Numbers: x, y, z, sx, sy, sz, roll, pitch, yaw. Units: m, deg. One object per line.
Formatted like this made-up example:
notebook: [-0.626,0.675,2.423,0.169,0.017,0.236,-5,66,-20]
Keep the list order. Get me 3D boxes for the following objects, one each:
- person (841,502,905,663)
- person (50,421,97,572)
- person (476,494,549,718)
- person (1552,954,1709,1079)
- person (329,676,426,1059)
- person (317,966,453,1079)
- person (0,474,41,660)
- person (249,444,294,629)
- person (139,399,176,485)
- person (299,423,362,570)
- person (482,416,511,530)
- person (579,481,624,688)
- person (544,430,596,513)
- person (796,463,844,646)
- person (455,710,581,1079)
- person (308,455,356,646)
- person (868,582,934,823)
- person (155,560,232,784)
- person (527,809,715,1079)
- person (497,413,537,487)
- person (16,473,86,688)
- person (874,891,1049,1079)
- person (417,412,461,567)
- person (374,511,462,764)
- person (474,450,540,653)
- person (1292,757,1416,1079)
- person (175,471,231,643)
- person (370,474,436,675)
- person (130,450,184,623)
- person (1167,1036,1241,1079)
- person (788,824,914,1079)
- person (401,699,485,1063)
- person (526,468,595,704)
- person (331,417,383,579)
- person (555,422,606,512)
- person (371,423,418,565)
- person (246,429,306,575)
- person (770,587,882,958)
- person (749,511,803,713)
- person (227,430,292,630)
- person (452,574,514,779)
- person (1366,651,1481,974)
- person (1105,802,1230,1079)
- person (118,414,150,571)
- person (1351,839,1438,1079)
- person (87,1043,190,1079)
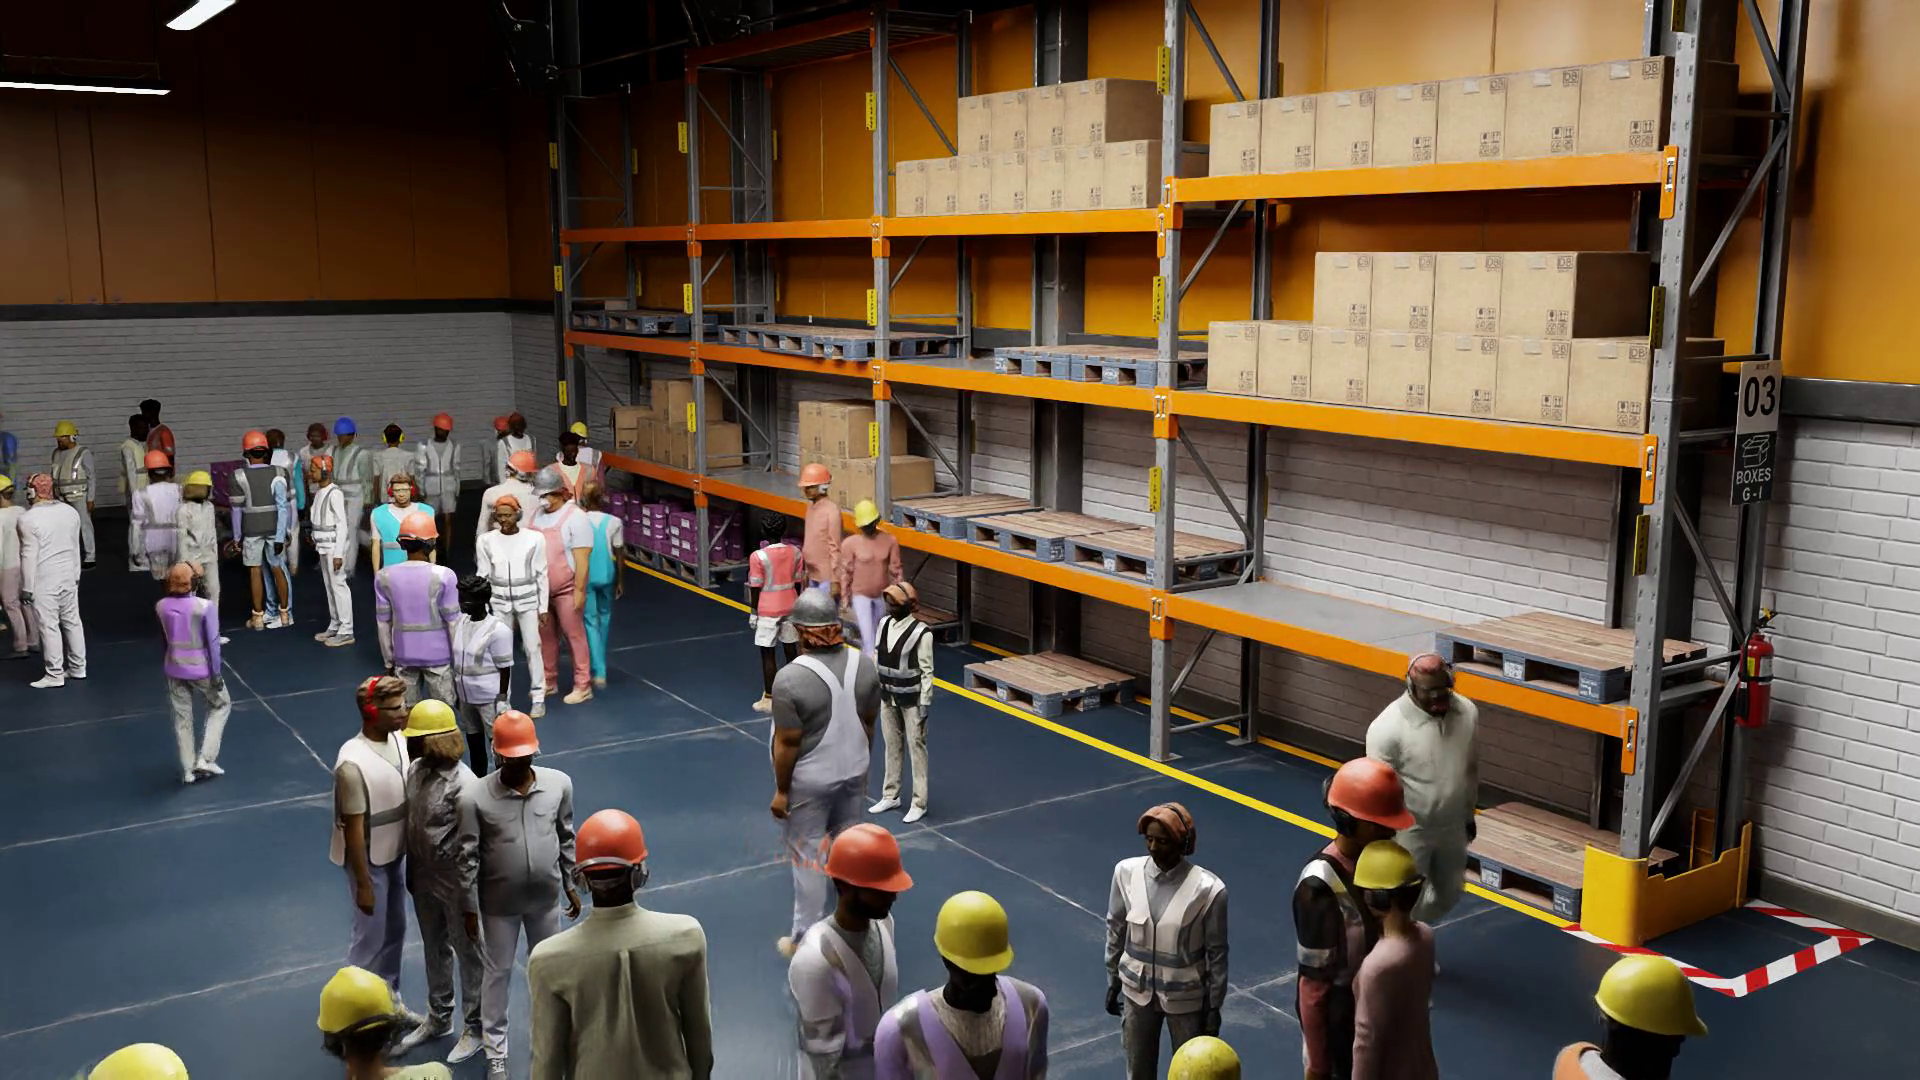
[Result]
person: [-0.734,0.508,14.411,0.554,1.689,0.904,-4,11,-23]
person: [-10.745,-0.528,20.129,0.603,1.830,0.404,3,10,15]
person: [-3.665,0.549,13.691,0.575,1.875,0.362,-1,10,-4]
person: [1.817,2.070,4.643,0.476,1.916,0.592,0,10,-1]
person: [-2.800,1.543,7.973,0.386,1.834,0.569,1,10,4]
person: [-1.797,2.097,5.040,0.543,1.719,0.904,-8,12,-38]
person: [-9.006,0.253,15.747,0.330,1.765,0.533,0,10,2]
person: [-7.096,-0.058,17.116,0.588,1.920,0.391,9,13,41]
person: [-10.465,-0.868,21.737,0.607,1.963,0.374,8,13,40]
person: [-7.707,-0.549,20.325,0.608,1.813,0.653,3,10,16]
person: [-6.051,-0.797,22.081,0.567,1.708,0.870,-5,11,-26]
person: [-3.311,0.370,14.931,0.527,1.798,0.906,-5,11,-27]
person: [-4.149,-0.190,17.751,0.606,1.967,0.367,-6,12,-33]
person: [-1.242,0.304,14.815,0.414,1.985,0.624,-5,11,-27]
person: [-2.020,1.632,7.678,0.574,1.749,0.337,-6,12,-33]
person: [-6.169,0.097,16.307,0.337,1.882,0.584,-7,12,-36]
person: [-0.387,1.083,11.239,0.514,1.640,0.310,8,13,41]
person: [-5.532,0.952,12.024,0.543,1.621,0.396,2,10,12]
person: [-1.126,1.874,5.571,0.609,1.988,0.392,-4,11,-23]
person: [-5.638,-0.716,21.254,0.588,1.829,1.022,-9,13,-44]
person: [-8.075,0.356,14.723,0.400,1.907,0.644,2,10,14]
person: [0.029,1.987,5.096,0.594,1.923,0.385,-5,11,-27]
person: [-6.478,-0.653,20.677,0.558,1.901,0.835,-4,11,-23]
person: [-3.752,0.813,11.639,0.605,2.044,0.375,1,10,5]
person: [-4.293,0.135,15.860,0.802,1.971,0.496,0,10,-1]
person: [1.438,1.768,6.093,0.407,2.029,0.613,7,12,34]
person: [-7.466,0.189,16.275,0.353,1.715,0.581,4,10,21]
person: [-5.076,0.302,15.221,0.572,1.841,0.376,-5,11,-28]
person: [-7.947,0.052,16.584,0.560,1.878,1.052,-8,13,-40]
person: [0.636,2.177,4.510,0.492,1.742,0.316,4,10,21]
person: [-0.257,1.904,5.616,0.836,1.904,0.561,6,12,33]
person: [-2.464,1.602,7.886,0.483,1.745,0.299,6,12,33]
person: [-3.472,0.376,14.212,0.702,2.000,0.535,5,11,28]
person: [-7.169,-0.512,19.763,0.618,1.927,0.770,7,12,37]
person: [-4.550,-0.504,19.984,0.594,1.832,0.404,-3,10,-16]
person: [-6.632,-0.438,19.539,0.501,1.861,0.328,-3,10,-18]
person: [-8.009,-0.406,19.522,0.625,1.788,0.934,-4,10,-22]
person: [-0.784,1.255,9.051,0.688,2.000,0.536,-9,13,-43]
person: [-1.536,0.599,13.931,0.537,1.694,0.320,-9,13,-43]
person: [-7.135,-0.100,16.988,0.608,2.048,0.370,-8,12,-39]
person: [-3.229,1.058,11.228,0.532,1.693,0.319,6,11,32]
person: [2.318,1.439,8.494,0.701,1.869,0.627,-4,10,-22]
person: [0.828,1.851,6.726,0.523,1.639,0.306,5,11,29]
person: [-9.986,-0.571,20.165,0.397,1.906,0.676,-2,10,-11]
person: [1.518,1.930,5.948,0.348,1.756,0.530,7,12,34]
person: [-2.063,2.166,4.199,0.590,1.877,0.998,8,12,38]
